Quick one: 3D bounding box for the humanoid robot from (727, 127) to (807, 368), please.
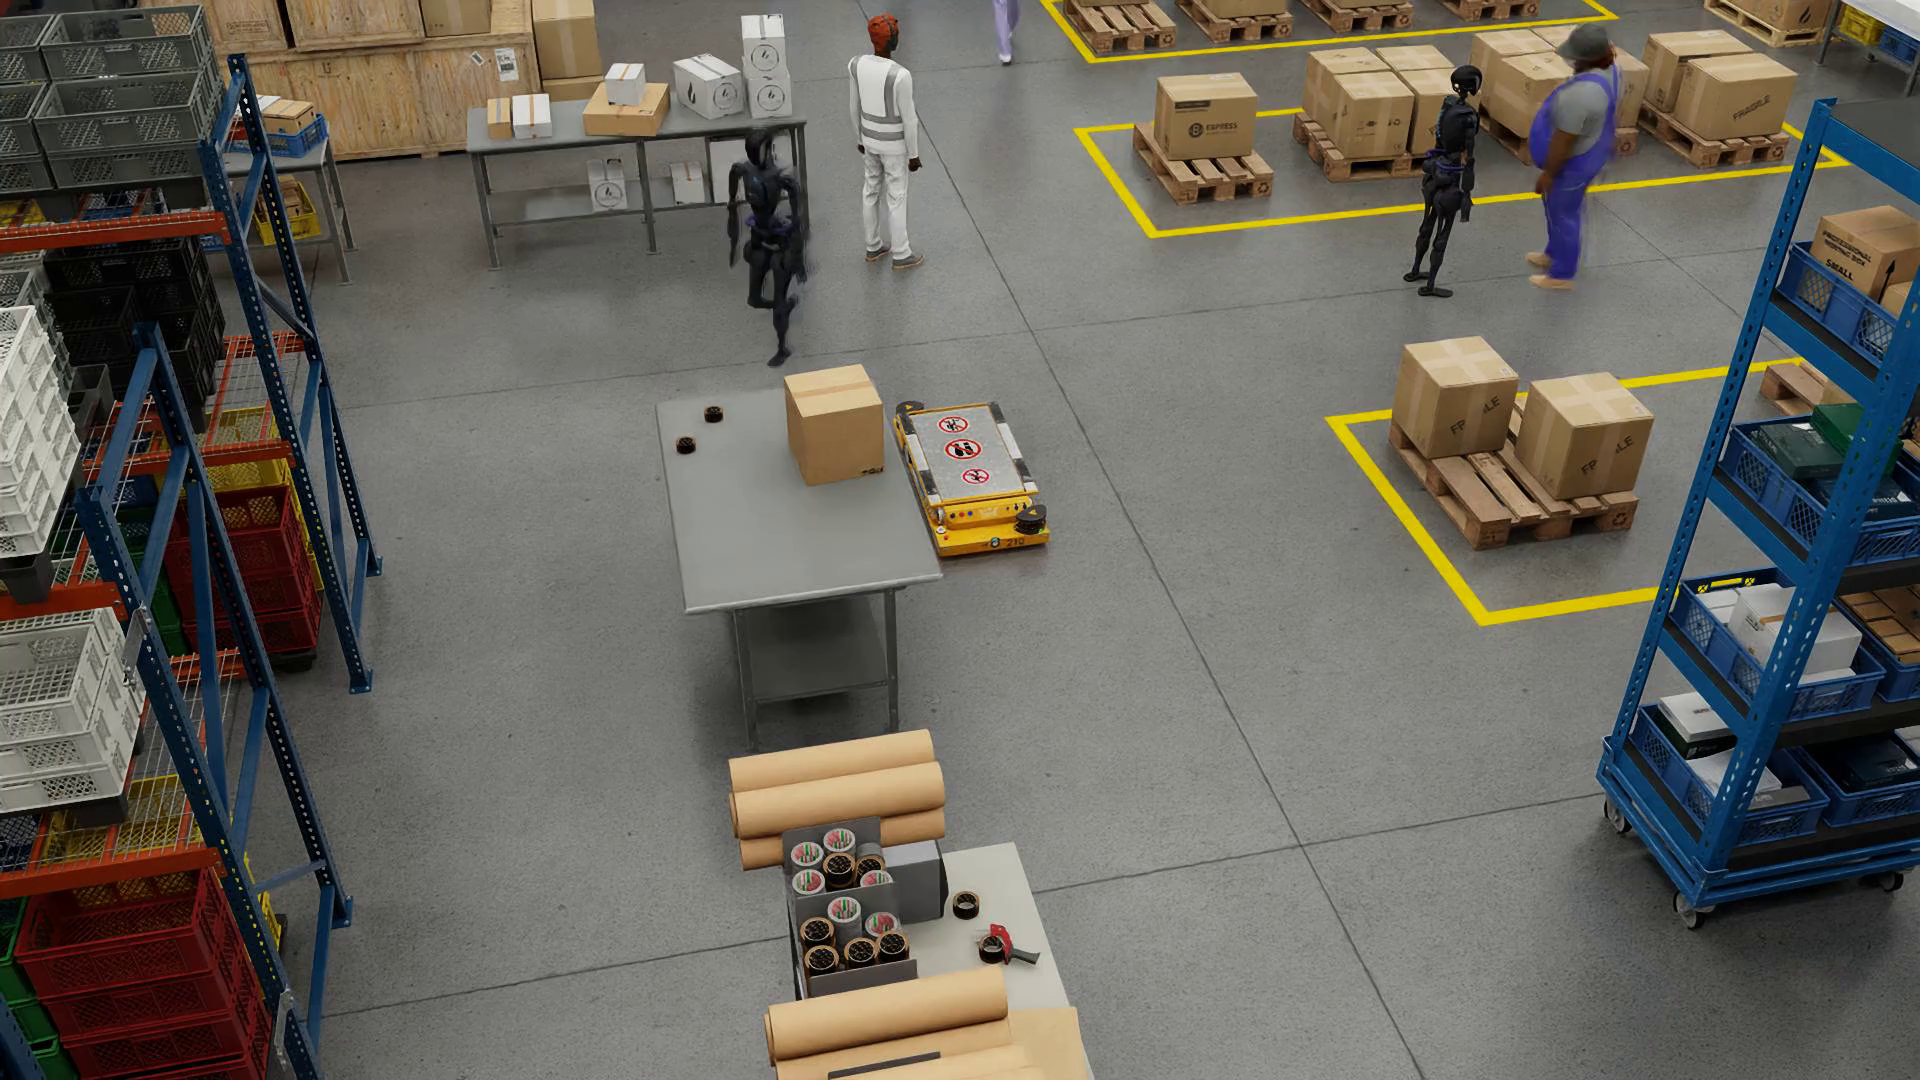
[{"bbox_3d":[-1.238,-1.981,11.050,0.594,1.642,0.472,18,40,22],"label":"humanoid robot"}]

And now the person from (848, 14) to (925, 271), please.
[{"bbox_3d":[-0.530,-2.869,12.057,0.573,1.883,0.355,25,43,30],"label":"person"}]

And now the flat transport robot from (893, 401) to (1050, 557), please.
[{"bbox_3d":[0.046,-0.430,10.108,0.652,0.197,1.431,-8,37,-10],"label":"flat transport robot"}]

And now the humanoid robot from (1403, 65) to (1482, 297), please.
[{"bbox_3d":[3.467,-2.550,11.787,0.327,1.660,0.589,-7,37,-9],"label":"humanoid robot"}]

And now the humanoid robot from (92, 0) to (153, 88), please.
[{"bbox_3d":[-6.633,-3.630,13.290,0.713,1.620,0.644,13,39,17],"label":"humanoid robot"}]

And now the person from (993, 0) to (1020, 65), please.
[{"bbox_3d":[0.420,-5.516,15.630,0.591,1.857,0.999,-3,37,-4],"label":"person"}]

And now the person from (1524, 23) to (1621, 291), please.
[{"bbox_3d":[4.273,-2.711,11.715,0.563,2.000,0.723,20,41,24],"label":"person"}]
